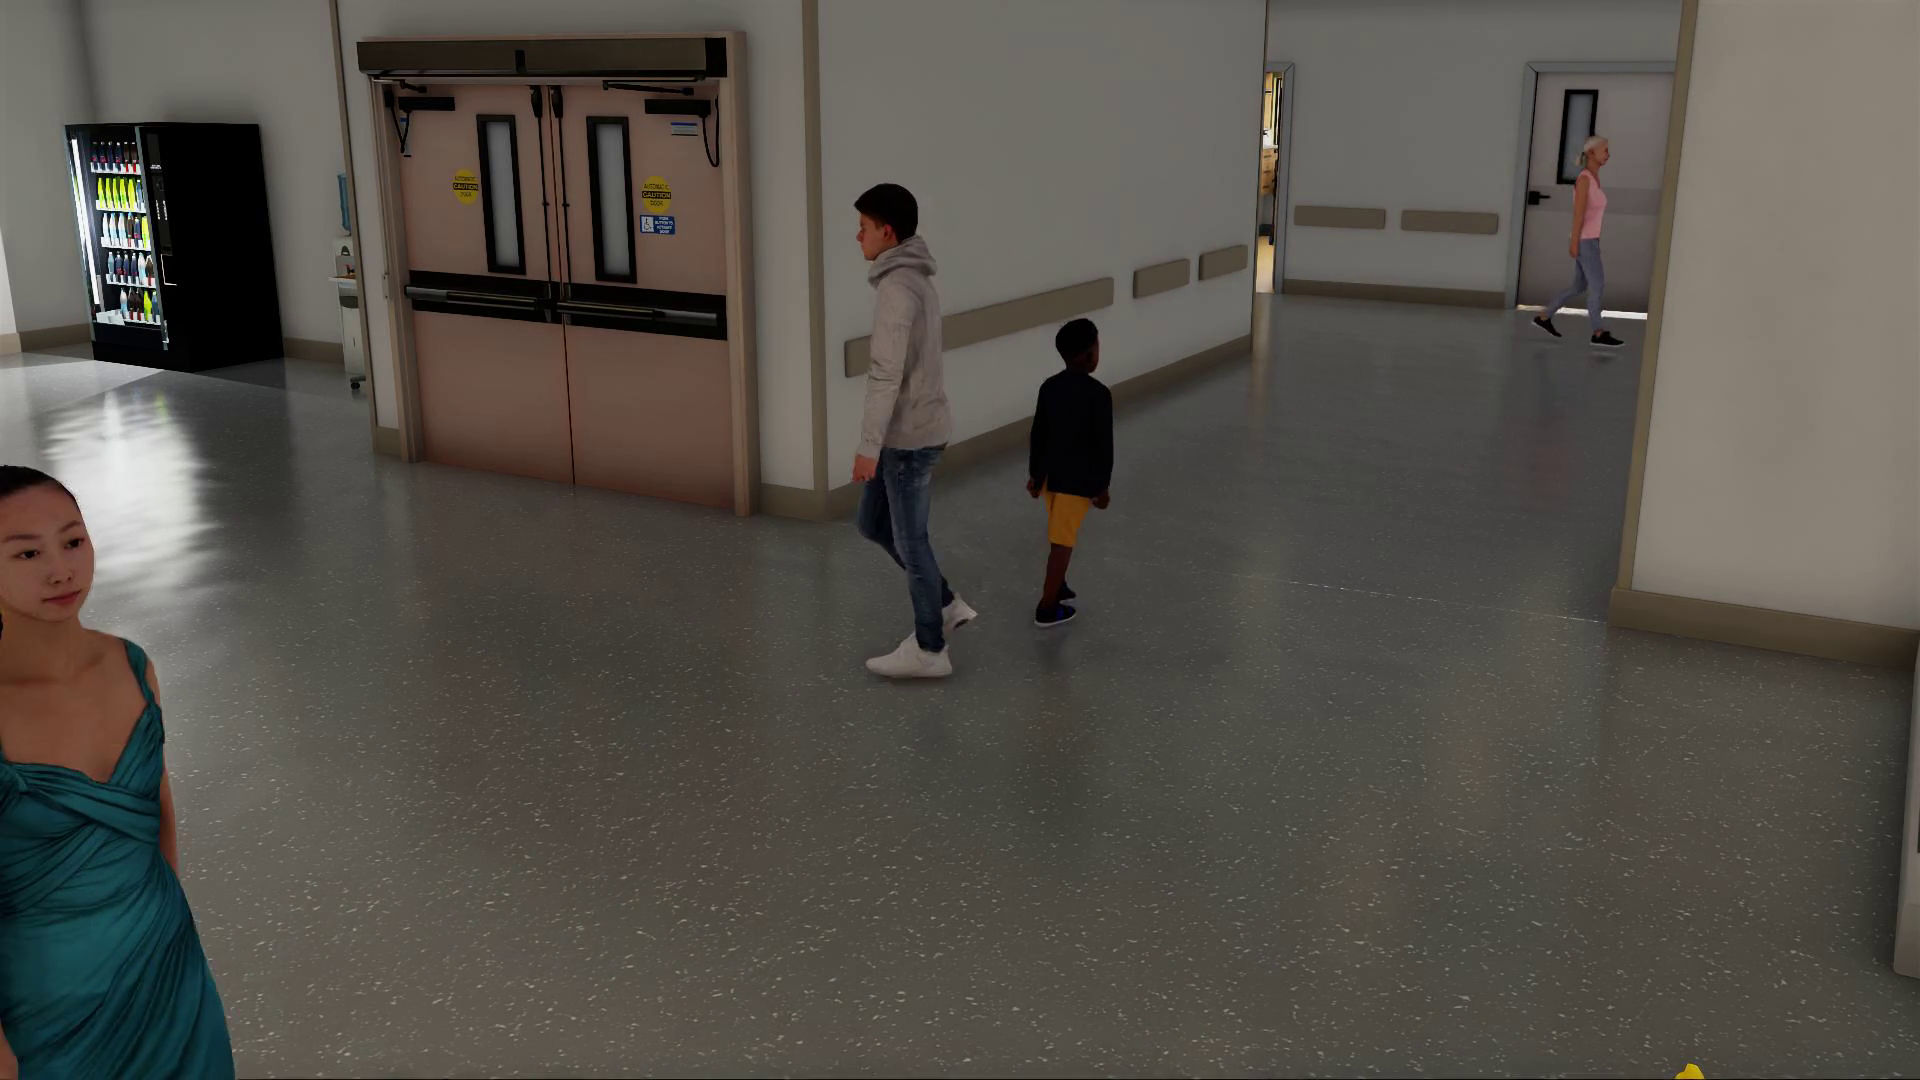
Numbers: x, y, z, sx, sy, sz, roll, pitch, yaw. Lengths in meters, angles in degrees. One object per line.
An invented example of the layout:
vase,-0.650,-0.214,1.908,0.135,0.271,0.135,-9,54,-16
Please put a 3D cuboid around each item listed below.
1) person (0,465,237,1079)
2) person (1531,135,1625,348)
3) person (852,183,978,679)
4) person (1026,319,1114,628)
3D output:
person,-1.422,0.711,2.630,1.019,1.653,0.579,11,19,33
person,5.133,-2.471,13.830,1.040,1.699,0.608,10,19,33
person,-0.091,-0.376,6.150,0.901,1.836,0.853,-2,16,-6
person,0.416,-0.263,6.827,0.645,1.250,0.589,-15,21,-42
